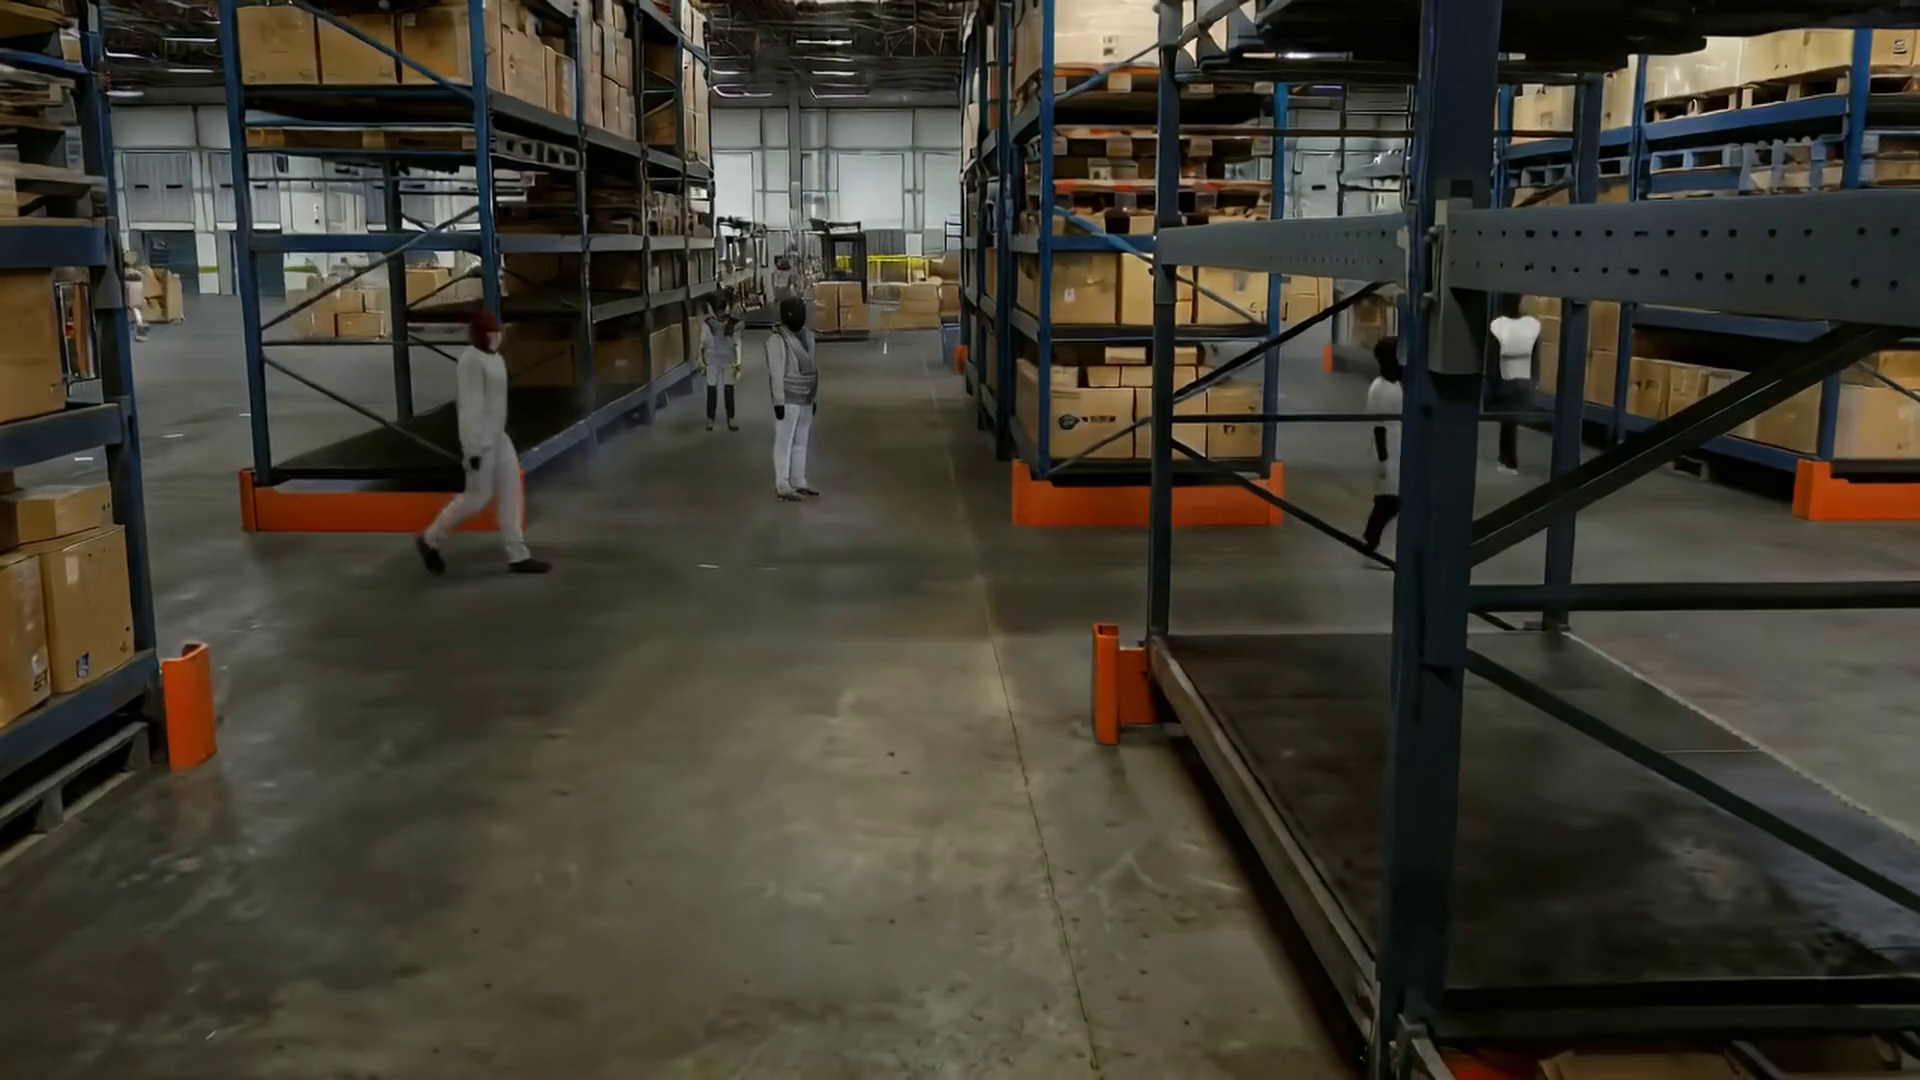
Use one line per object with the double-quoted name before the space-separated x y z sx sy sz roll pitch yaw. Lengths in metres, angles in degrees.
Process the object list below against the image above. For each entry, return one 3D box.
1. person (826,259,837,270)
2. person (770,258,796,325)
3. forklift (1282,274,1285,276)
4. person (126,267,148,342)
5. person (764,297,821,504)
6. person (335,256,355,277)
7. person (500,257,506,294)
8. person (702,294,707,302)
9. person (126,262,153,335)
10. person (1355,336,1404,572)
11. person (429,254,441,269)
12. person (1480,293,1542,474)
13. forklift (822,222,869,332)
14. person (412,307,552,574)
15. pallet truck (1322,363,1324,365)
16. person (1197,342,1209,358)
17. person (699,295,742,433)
"person" -4.229 -8.447 54.833 0.363 1.928 0.587 7 12 34
"person" -4.398 -6.015 41.249 0.620 1.942 0.719 1 10 4
"forklift" 12.240 -10.302 62.509 1.129 2.768 1.873 0 10 -2
"person" -19.202 -5.472 38.752 0.403 1.748 0.525 2 10 11
"person" -1.492 -1.259 15.024 0.429 1.846 0.627 5 11 26
"person" -18.069 -7.345 48.701 0.671 1.920 0.653 5 11 26
"person" -16.219 -9.059 58.576 0.861 1.812 0.632 0 10 1
"person" -8.684 -8.536 55.515 0.998 1.851 0.725 -2 10 -13
"person" -20.838 -6.068 41.815 0.785 1.852 0.522 -6 12 -29
"person" 3.042 -0.606 11.817 0.368 1.680 0.553 5 11 26
"person" -17.071 -8.333 54.207 0.375 1.935 0.629 -8 13 -37
"person" 5.559 -1.631 16.975 0.601 1.891 0.754 -3 11 -17
"forklift" -2.878 -6.580 41.777 1.129 2.768 1.873 0 10 -2
"person" -3.388 -0.672 11.611 0.878 1.908 0.648 0 10 3
"pallet truck" 7.712 -4.157 30.737 1.885 1.965 0.823 3 11 16
"person" 4.872 -4.588 33.546 0.423 1.854 0.553 1 10 8
"person" -2.947 -2.172 20.519 0.540 1.696 0.316 -4 11 -19
